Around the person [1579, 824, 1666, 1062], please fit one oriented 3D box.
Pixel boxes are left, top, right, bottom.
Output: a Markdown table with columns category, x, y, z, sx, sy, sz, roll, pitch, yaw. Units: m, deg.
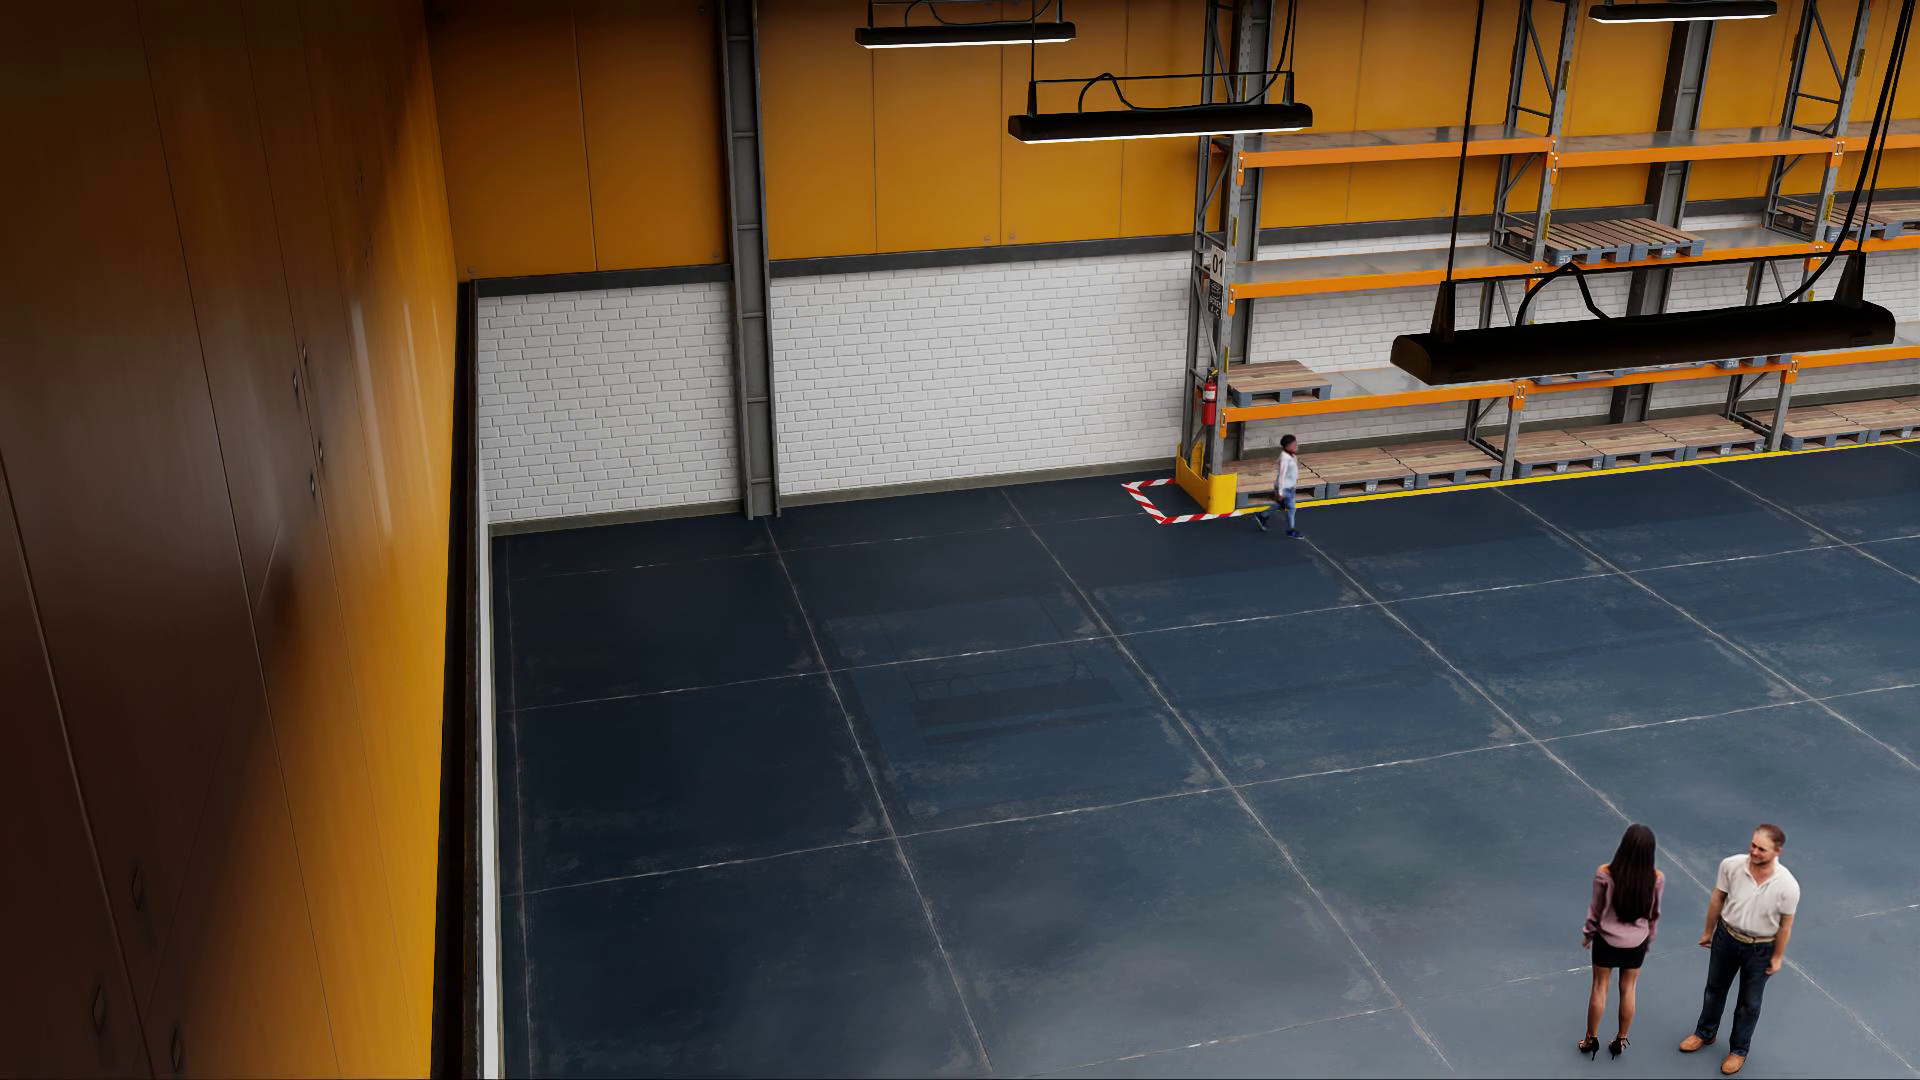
| category | x | y | z | sx | sy | sz | roll | pitch | yaw |
| --- | --- | --- | --- | --- | --- | --- | --- | --- | --- |
| person | 4.366 | 2.666 | 10.997 | 0.611 | 1.811 | 0.752 | 4 | 24 | 9 |

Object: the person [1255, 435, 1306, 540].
| category | x | y | z | sx | sy | sz | roll | pitch | yaw |
| --- | --- | --- | --- | --- | --- | --- | --- | --- | --- |
| person | 3.724 | -0.640 | 19.269 | 0.891 | 1.243 | 0.765 | 9 | 25 | 19 |

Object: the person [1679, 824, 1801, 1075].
| category | x | y | z | sx | sy | sz | roll | pitch | yaw |
| --- | --- | --- | --- | --- | --- | --- | --- | --- | --- |
| person | 5.192 | 2.653 | 10.972 | 0.728 | 1.854 | 0.750 | -19 | 30 | -37 |
